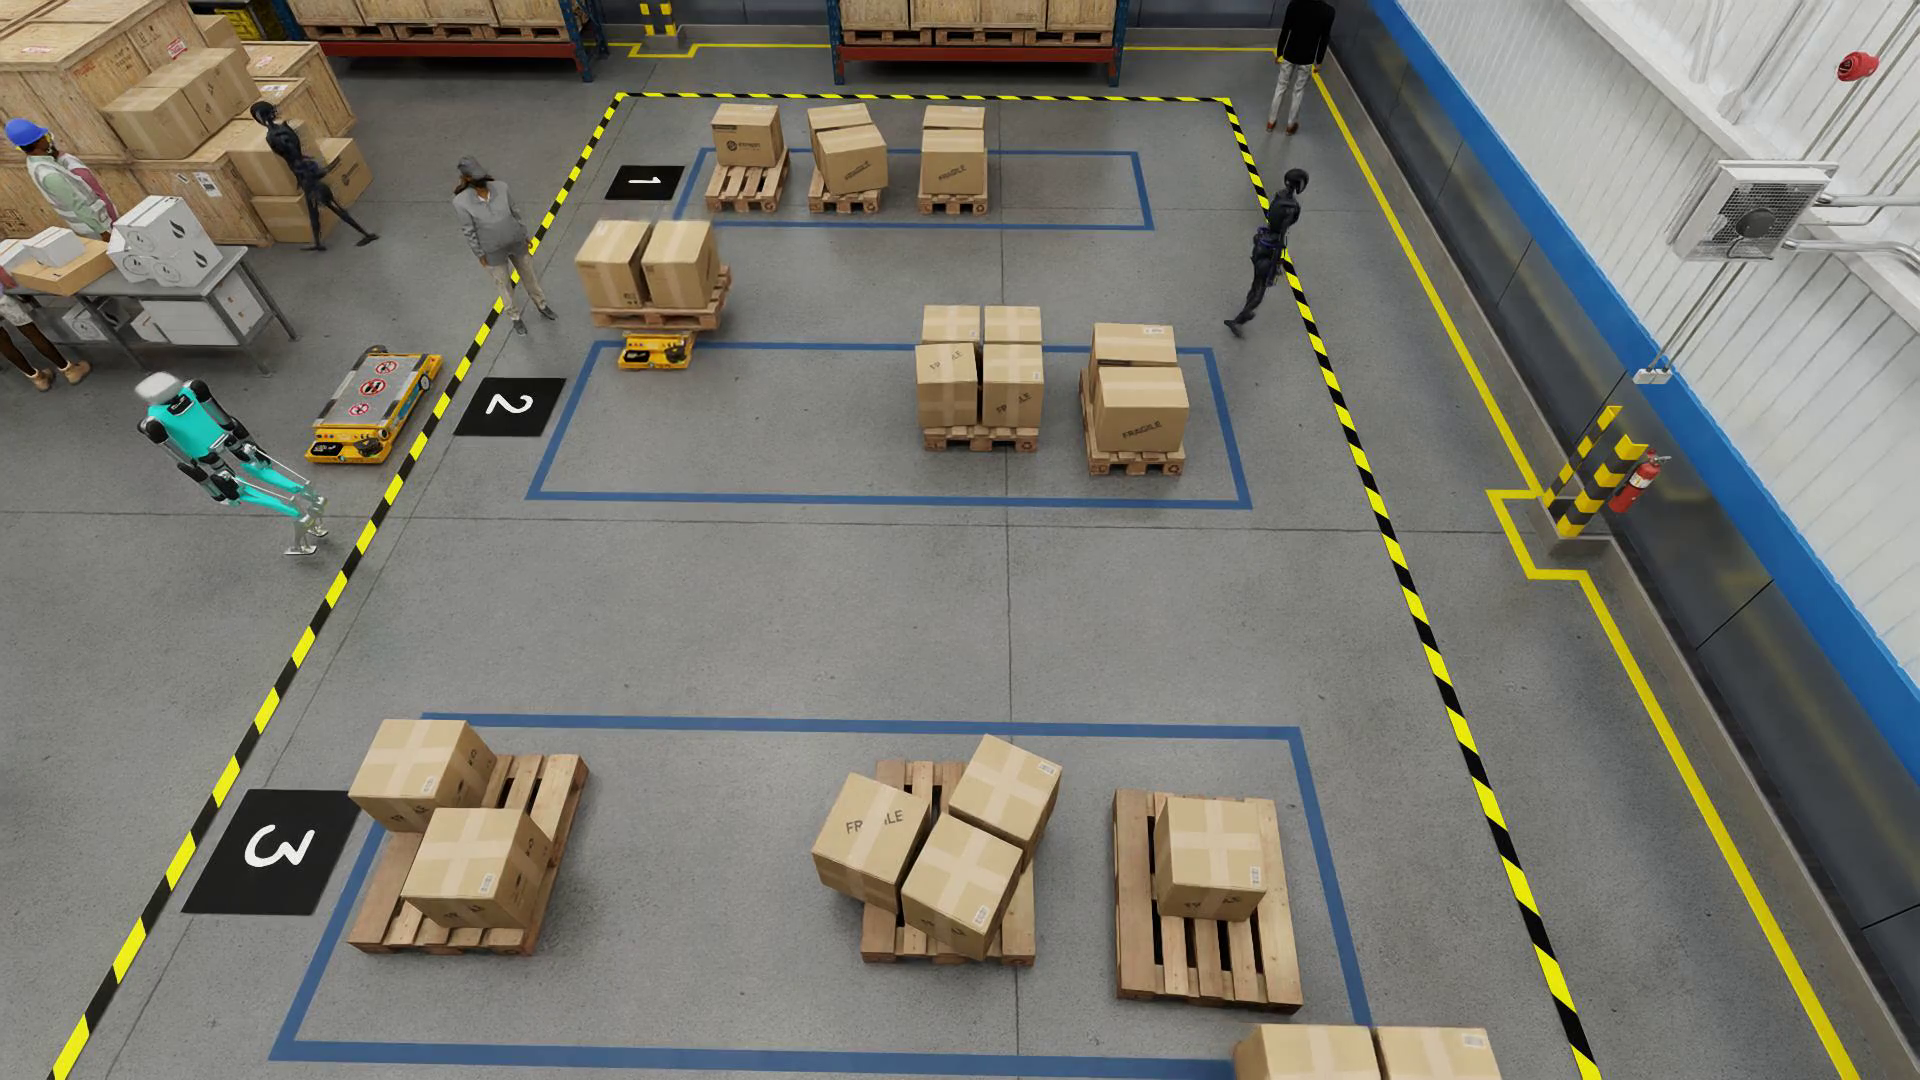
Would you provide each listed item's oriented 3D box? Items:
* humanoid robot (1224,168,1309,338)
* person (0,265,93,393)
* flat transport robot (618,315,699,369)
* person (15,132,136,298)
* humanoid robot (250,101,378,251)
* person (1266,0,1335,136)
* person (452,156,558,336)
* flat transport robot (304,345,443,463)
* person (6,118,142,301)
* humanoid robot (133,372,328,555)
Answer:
[{"bbox_3d":[2.906,-2.746,8.772,0.436,1.646,0.597,5,50,5],"label":"humanoid robot"},{"bbox_3d":[-8.644,-2.200,8.068,0.614,2.041,0.379,-16,52,-13],"label":"person"},{"bbox_3d":[-2.959,-2.255,9.257,0.652,0.197,1.431,1,50,1],"label":"flat transport robot"},{"bbox_3d":[-8.538,-3.191,9.042,0.589,1.833,0.404,19,52,15],"label":"person"},{"bbox_3d":[-6.909,-3.785,9.672,0.609,1.628,0.755,35,58,26],"label":"humanoid robot"},{"bbox_3d":[4.233,-6.030,11.412,0.590,1.882,0.378,21,53,17],"label":"person"},{"bbox_3d":[-4.385,-2.822,8.771,0.398,1.769,0.572,37,59,27],"label":"person"},{"bbox_3d":[-5.383,-1.269,8.441,0.659,0.231,1.431,1,50,1],"label":"flat transport robot"},{"bbox_3d":[-8.421,-3.098,8.887,0.613,1.949,0.375,37,59,27],"label":"person"},{"bbox_3d":[-5.177,-0.499,6.739,0.735,1.677,0.533,8,50,7],"label":"humanoid robot"}]
